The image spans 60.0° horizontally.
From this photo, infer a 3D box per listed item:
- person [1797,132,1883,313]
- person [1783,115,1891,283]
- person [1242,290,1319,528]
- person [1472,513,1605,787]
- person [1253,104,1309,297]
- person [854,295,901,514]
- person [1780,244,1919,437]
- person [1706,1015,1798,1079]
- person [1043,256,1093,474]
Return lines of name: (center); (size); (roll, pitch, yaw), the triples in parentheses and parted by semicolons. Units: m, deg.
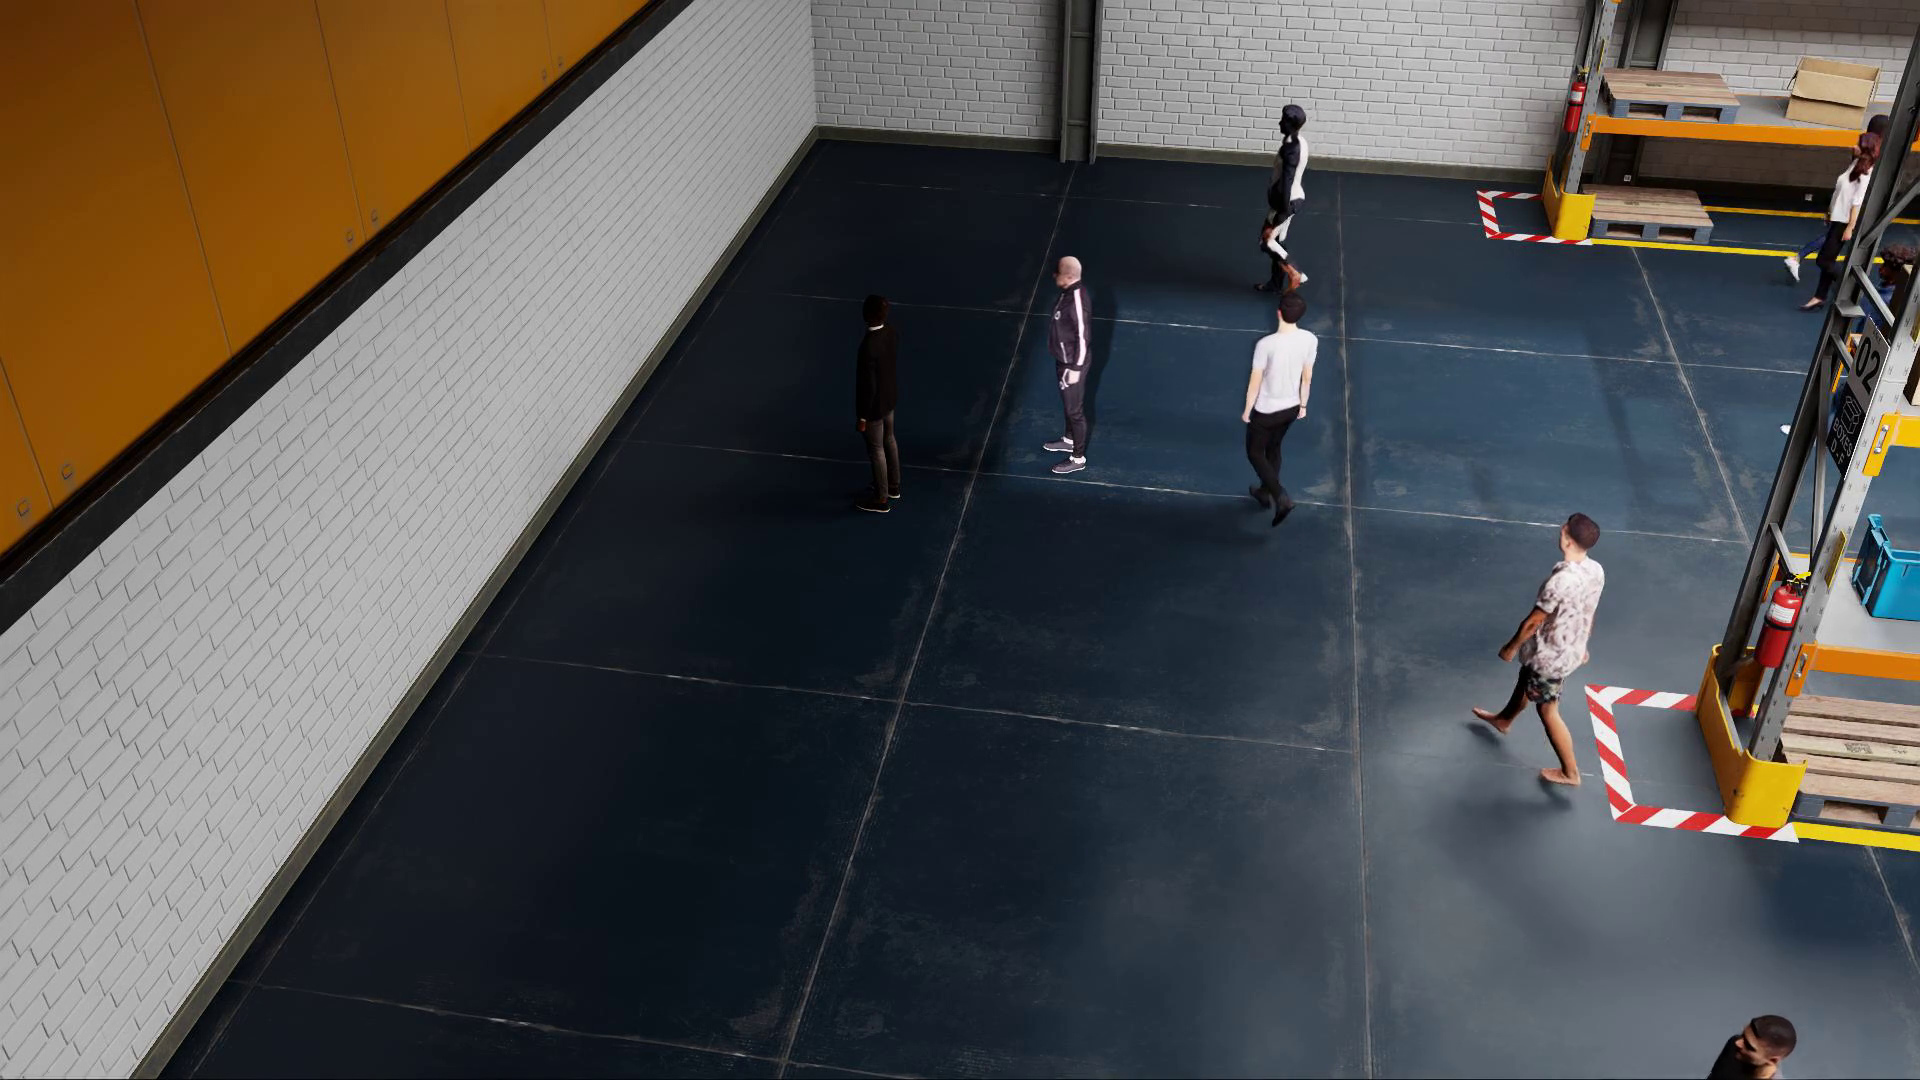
person: (8.354, -2.934, 15.550); (0.719, 1.785, 0.633); (8, 34, 12)
person: (8.537, -3.230, 16.030); (1.088, 1.747, 0.626); (4, 34, 6)
person: (2.405, -0.947, 12.504); (1.038, 1.848, 1.028); (-12, 35, -18)
person: (3.658, 0.709, 10.074); (1.101, 1.780, 1.209); (-25, 41, -32)
person: (3.173, -3.190, 15.847); (0.792, 1.883, 0.761); (10, 35, 14)
person: (-0.622, -1.049, 12.701); (0.642, 1.800, 0.705); (14, 36, 20)
person: (7.472, -1.501, 13.404); (1.118, 1.775, 0.812); (11, 35, 16)
person: (3.342, 2.657, 7.182); (1.097, 1.737, 0.682); (2, 34, 3)
person: (0.900, -1.412, 13.217); (0.673, 1.833, 0.735); (-3, 34, -5)
